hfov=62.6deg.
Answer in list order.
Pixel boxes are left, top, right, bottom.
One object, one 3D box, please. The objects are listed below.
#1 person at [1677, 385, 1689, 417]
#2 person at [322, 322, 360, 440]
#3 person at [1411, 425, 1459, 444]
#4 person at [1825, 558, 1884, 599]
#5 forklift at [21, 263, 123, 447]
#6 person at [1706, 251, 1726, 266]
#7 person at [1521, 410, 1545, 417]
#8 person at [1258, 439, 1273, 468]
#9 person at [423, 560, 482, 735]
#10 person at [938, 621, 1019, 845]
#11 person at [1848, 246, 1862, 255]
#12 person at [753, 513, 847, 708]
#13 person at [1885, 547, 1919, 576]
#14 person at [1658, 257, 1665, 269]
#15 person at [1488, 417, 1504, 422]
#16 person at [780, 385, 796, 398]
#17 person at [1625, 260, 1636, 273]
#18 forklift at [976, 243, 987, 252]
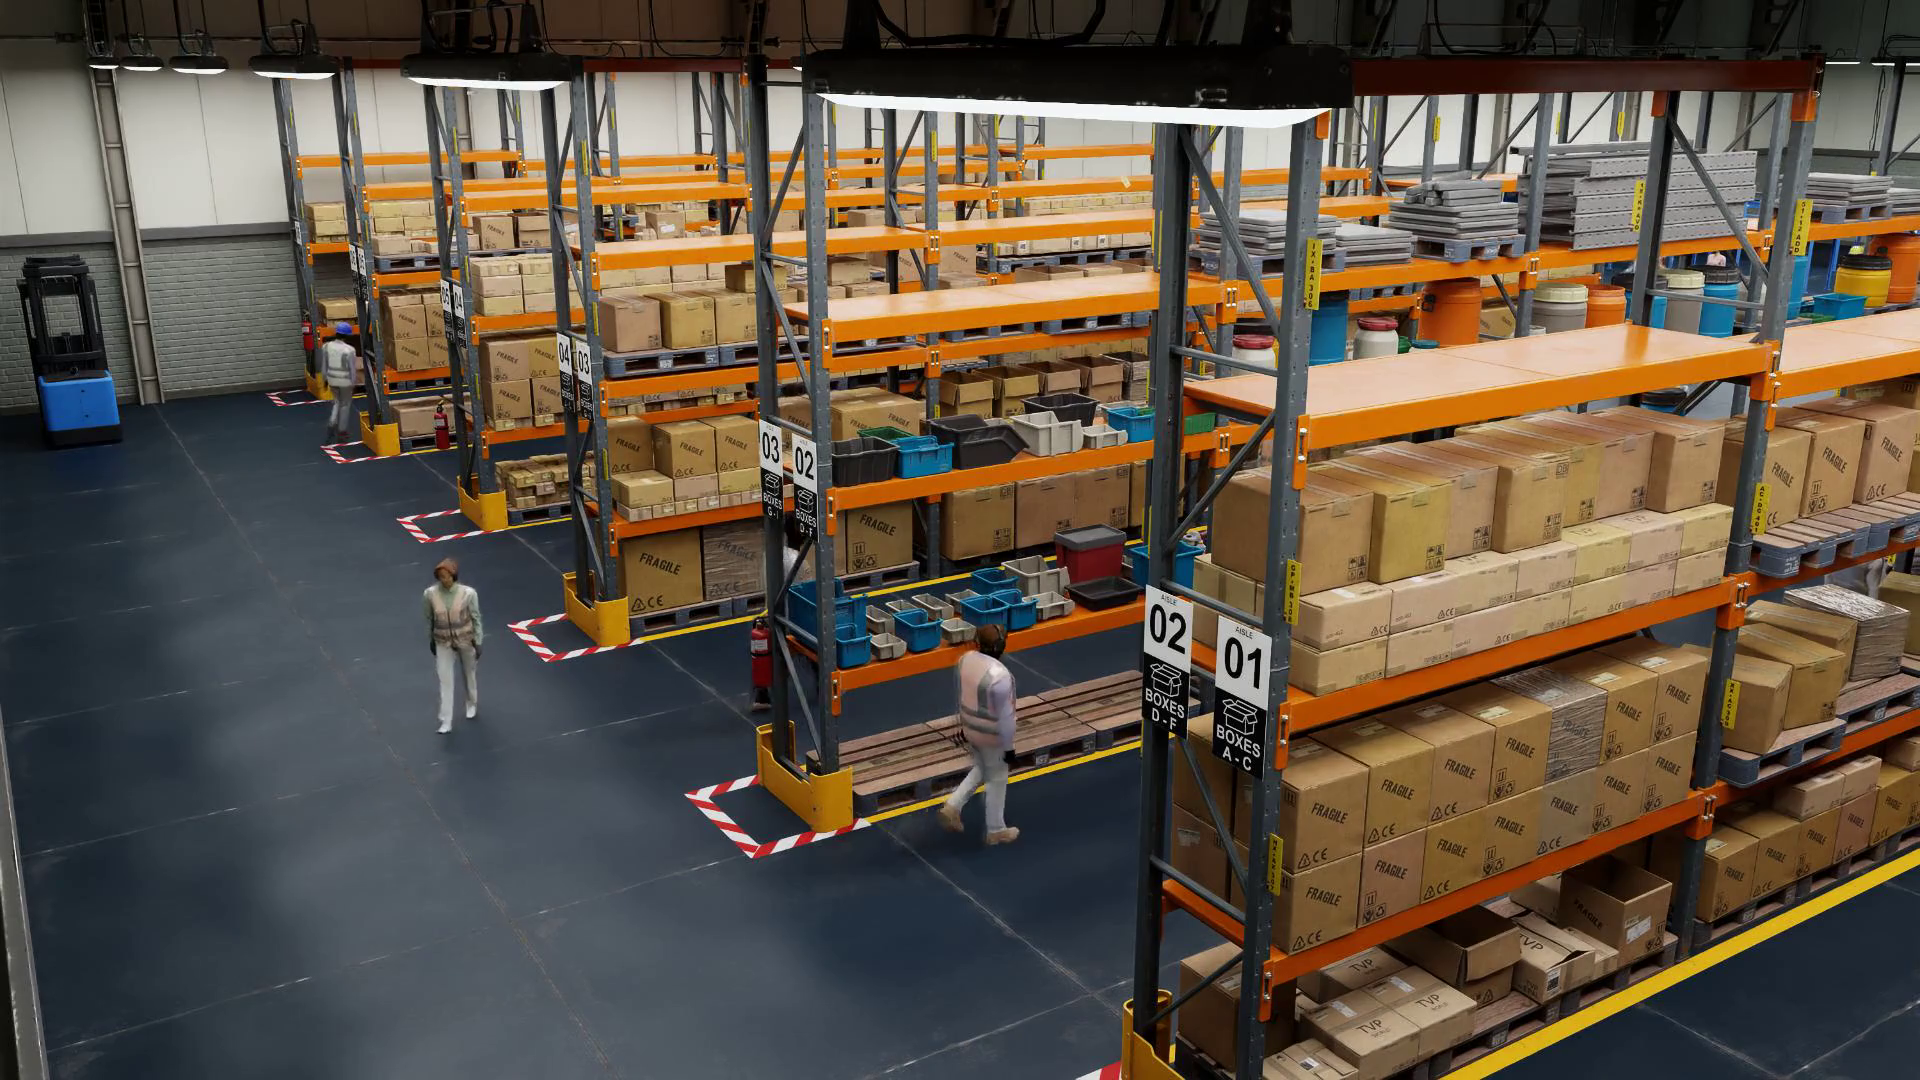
[{"bbox_3d":[10.151,-1.676,22.782,0.605,1.837,0.961,8,19,24],"label":"person"},{"bbox_3d":[-10.020,-2.579,25.627,0.640,1.911,0.425,5,18,16],"label":"person"},{"bbox_3d":[6.058,-0.966,20.205,0.620,1.991,0.400,-1,17,-4],"label":"person"},{"bbox_3d":[8.659,0.618,15.298,0.403,1.823,0.586,-6,18,-19],"label":"person"},{"bbox_3d":[-14.518,-3.079,25.708,1.129,2.768,1.873,-10,20,-31],"label":"forklift"},{"bbox_3d":[18.224,-6.334,38.188,0.314,1.769,0.524,-8,19,-25],"label":"person"},{"bbox_3d":[7.849,-1.466,21.950,0.422,1.927,0.564,-9,19,-27],"label":"person"},{"bbox_3d":[3.938,-0.817,19.827,0.382,1.924,0.594,-11,20,-32],"label":"person"},{"bbox_3d":[-4.648,0.975,14.497,0.528,1.594,0.844,-2,17,-5],"label":"person"},{"bbox_3d":[0.179,1.524,12.336,0.546,1.830,0.640,-9,19,-27],"label":"person"},{"bbox_3d":[20.660,-5.840,36.412,1.048,1.860,0.596,16,23,43],"label":"person"},{"bbox_3d":[-1.577,0.664,15.001,0.988,1.918,0.619,-12,21,-34],"label":"person"},{"bbox_3d":[9.930,0.269,16.421,0.404,1.835,0.599,-9,19,-28],"label":"person"},{"bbox_3d":[15.298,-5.292,34.587,0.486,1.875,0.666,5,18,15],"label":"person"},{"bbox_3d":[6.865,-0.911,20.407,0.324,1.767,0.533,-12,20,-33],"label":"person"},{"bbox_3d":[-2.282,-1.106,20.836,0.588,1.887,0.817,15,22,39],"label":"person"},{"bbox_3d":[18.684,-8.013,43.578,0.537,1.839,0.714,-4,18,-14],"label":"person"},{"bbox_3d":[0.988,-5.474,34.718,1.214,2.155,2.313,-10,20,-31],"label":"forklift"}]
